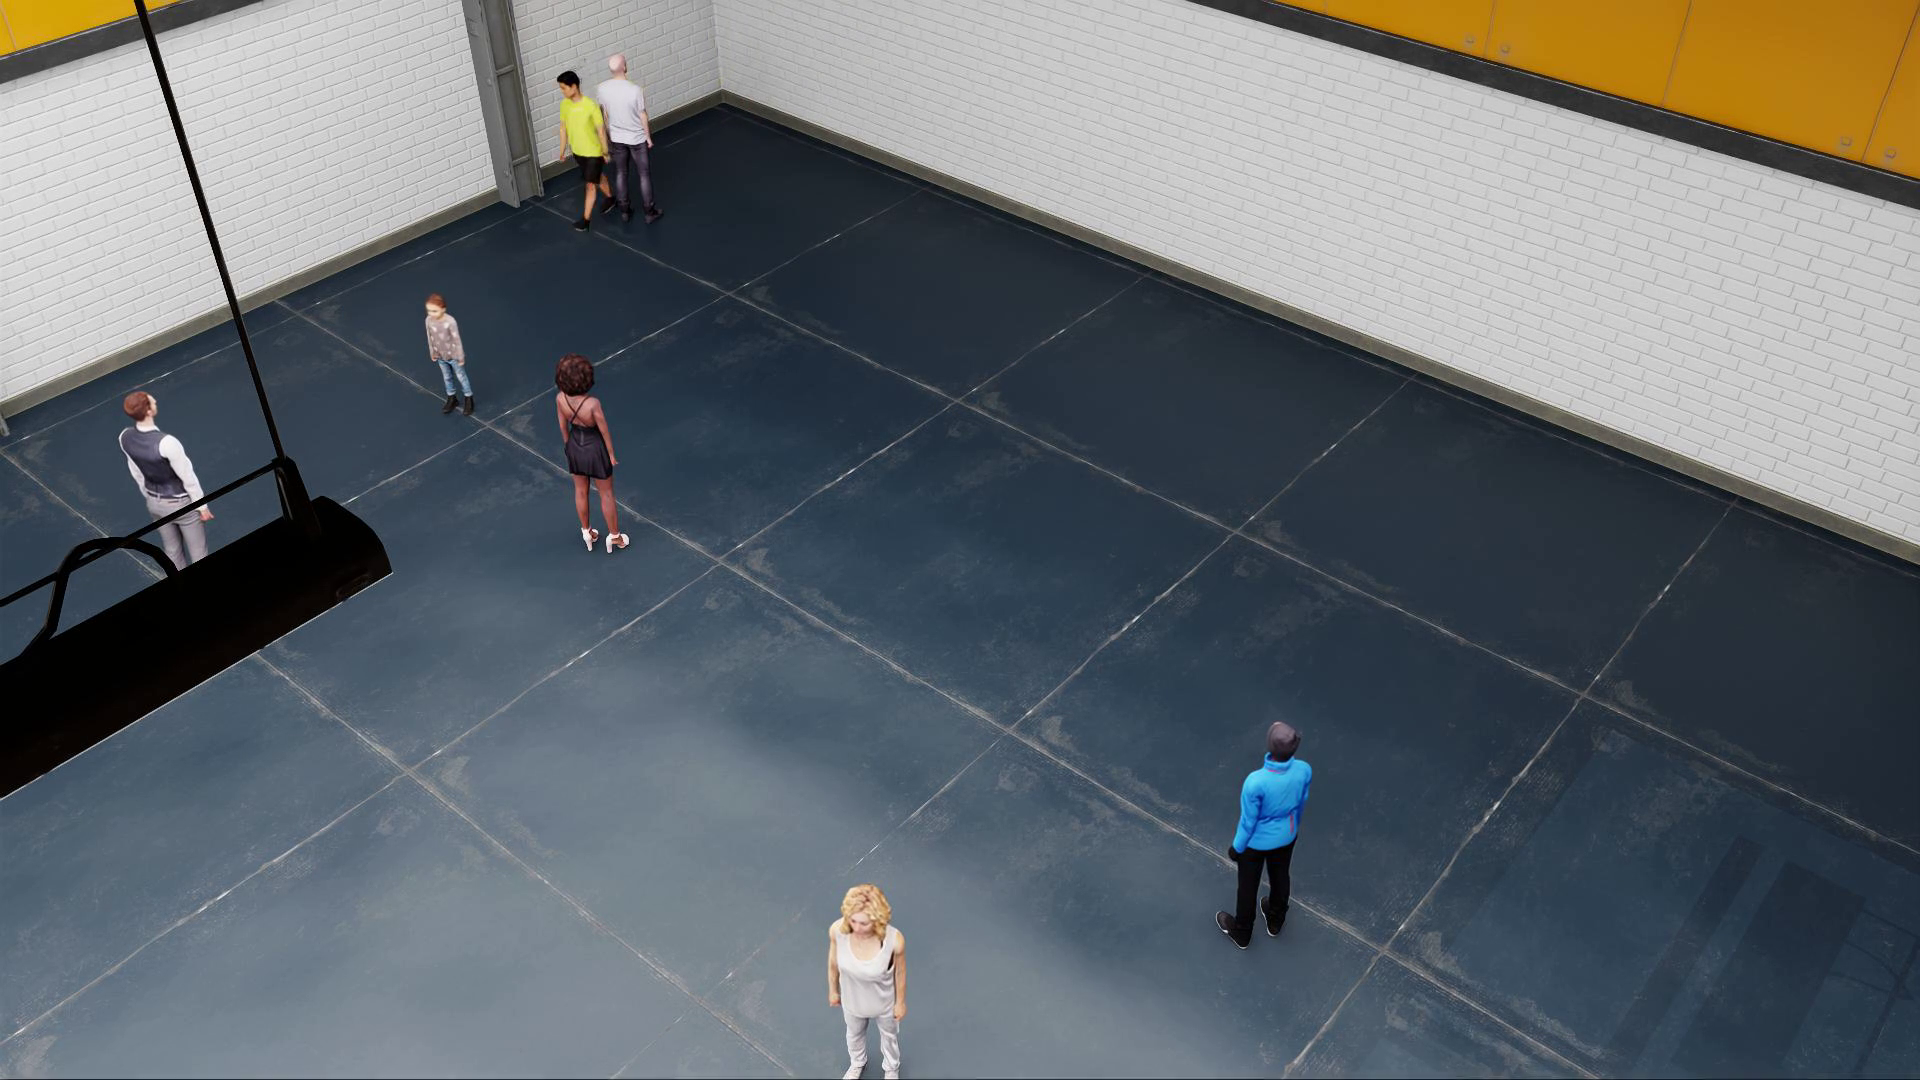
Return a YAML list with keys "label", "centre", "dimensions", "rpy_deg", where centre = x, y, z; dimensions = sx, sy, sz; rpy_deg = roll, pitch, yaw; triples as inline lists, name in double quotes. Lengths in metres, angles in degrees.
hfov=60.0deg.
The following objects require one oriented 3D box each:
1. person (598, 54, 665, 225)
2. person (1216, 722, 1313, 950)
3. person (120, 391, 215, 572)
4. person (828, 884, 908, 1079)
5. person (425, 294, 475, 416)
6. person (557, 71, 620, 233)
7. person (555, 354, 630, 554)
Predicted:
- label: "person"
  centre: [-3.469, -4.192, 17.381]
  dimensions: [0.751, 1.832, 0.746]
  rpy_deg: [8, 39, 10]
- label: "person"
  centre: [1.843, 1.773, 9.943]
  dimensions: [0.626, 1.794, 0.755]
  rpy_deg: [-15, 41, -18]
- label: "person"
  centre: [-5.872, -0.284, 12.403]
  dimensions: [0.737, 1.938, 0.701]
  rpy_deg: [11, 40, 13]
- label: "person"
  centre: [-0.492, 2.476, 9.162]
  dimensions: [0.680, 1.671, 0.686]
  rpy_deg: [8, 39, 9]
- label: "person"
  centre: [-4.529, -1.666, 14.731]
  dimensions: [0.541, 1.193, 0.564]
  rpy_deg: [8, 39, 10]
- label: "person"
  centre: [-3.866, -4.135, 17.455]
  dimensions: [0.794, 1.652, 1.161]
  rpy_deg: [17, 42, 21]
- label: "person"
  centre: [-2.902, -0.661, 12.995]
  dimensions: [0.648, 1.788, 0.657]
  rpy_deg: [10, 40, 13]
